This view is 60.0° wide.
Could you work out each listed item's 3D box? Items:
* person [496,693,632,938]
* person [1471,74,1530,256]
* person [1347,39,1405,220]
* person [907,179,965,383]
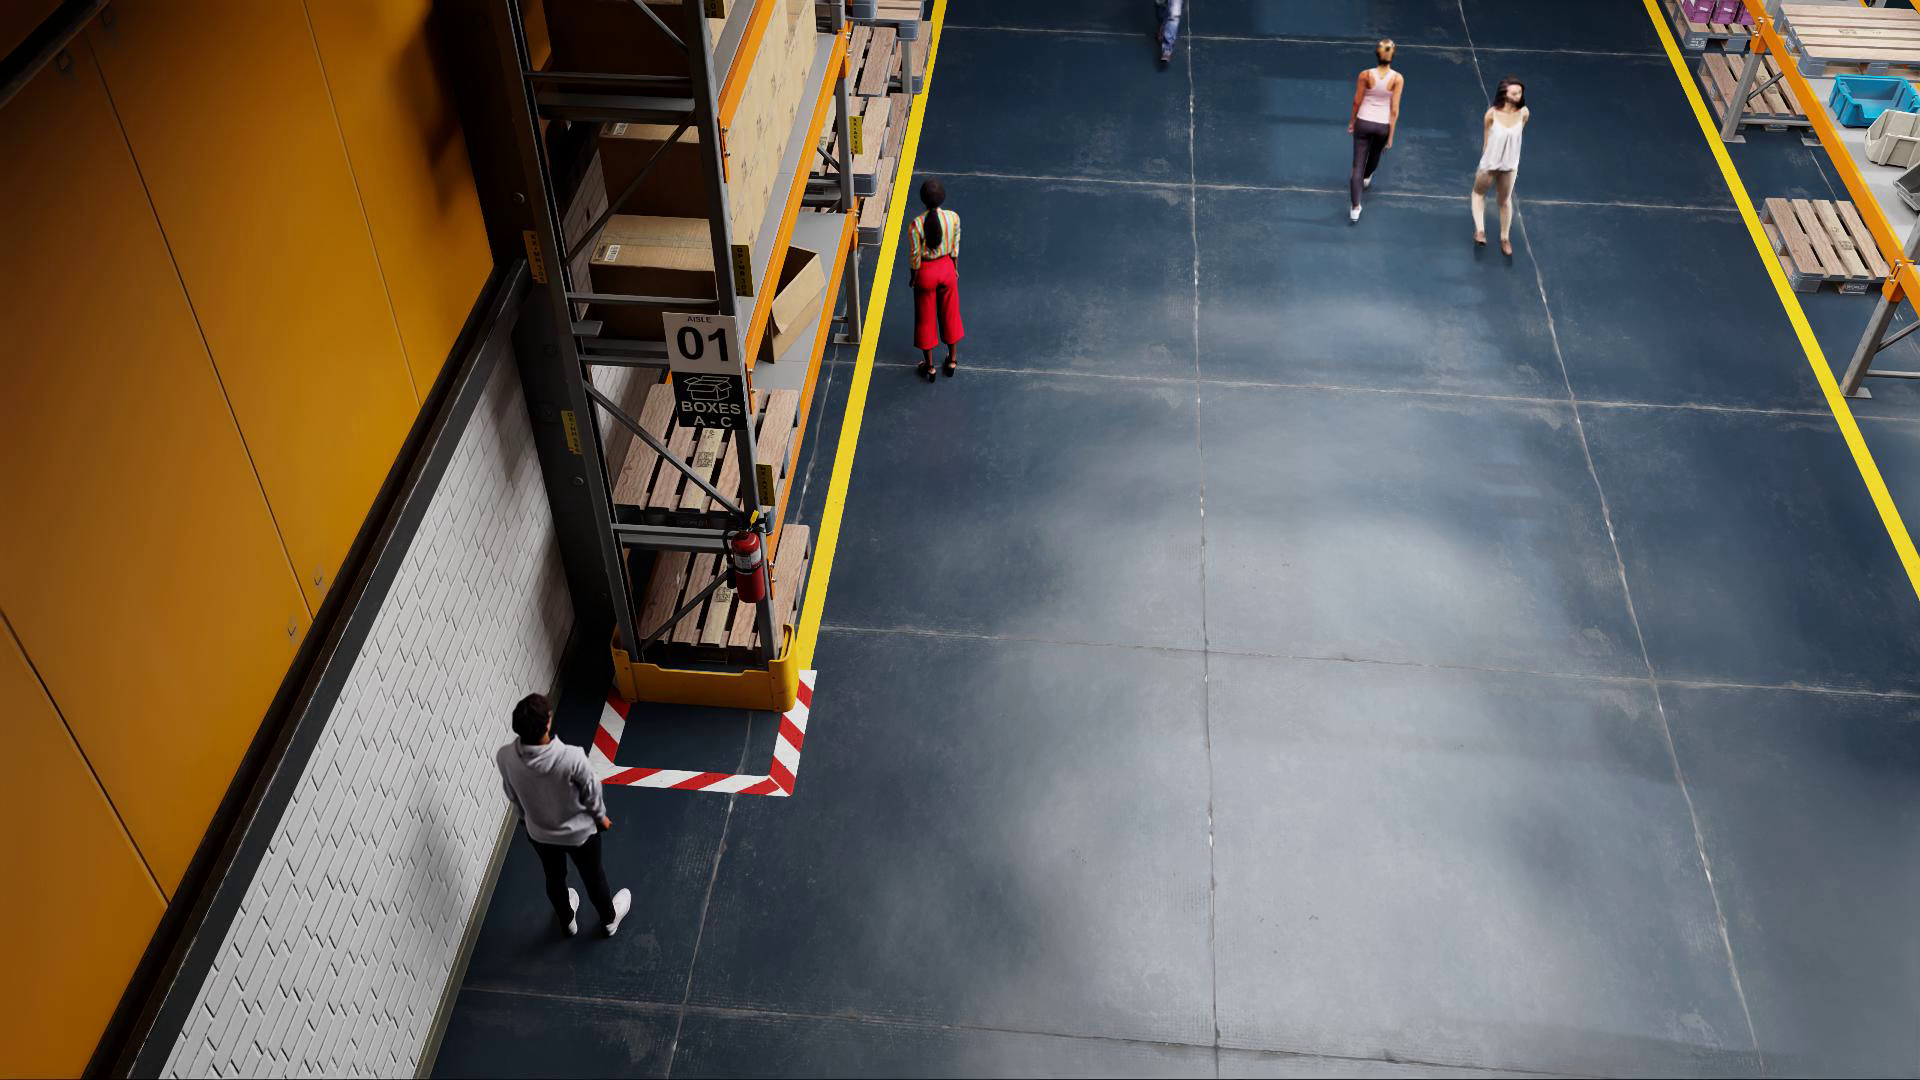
[{"bbox_3d":[-2.205,1.559,9.169,0.670,1.929,0.575,2,44,2],"label":"person"},{"bbox_3d":[4.663,-3.180,14.355,0.738,1.639,0.681,3,44,3],"label":"person"},{"bbox_3d":[3.676,-3.627,14.860,0.669,1.590,1.133,10,44,10],"label":"person"},{"bbox_3d":[-0.200,-2.035,13.041,0.678,1.792,0.668,-14,45,-14],"label":"person"}]
